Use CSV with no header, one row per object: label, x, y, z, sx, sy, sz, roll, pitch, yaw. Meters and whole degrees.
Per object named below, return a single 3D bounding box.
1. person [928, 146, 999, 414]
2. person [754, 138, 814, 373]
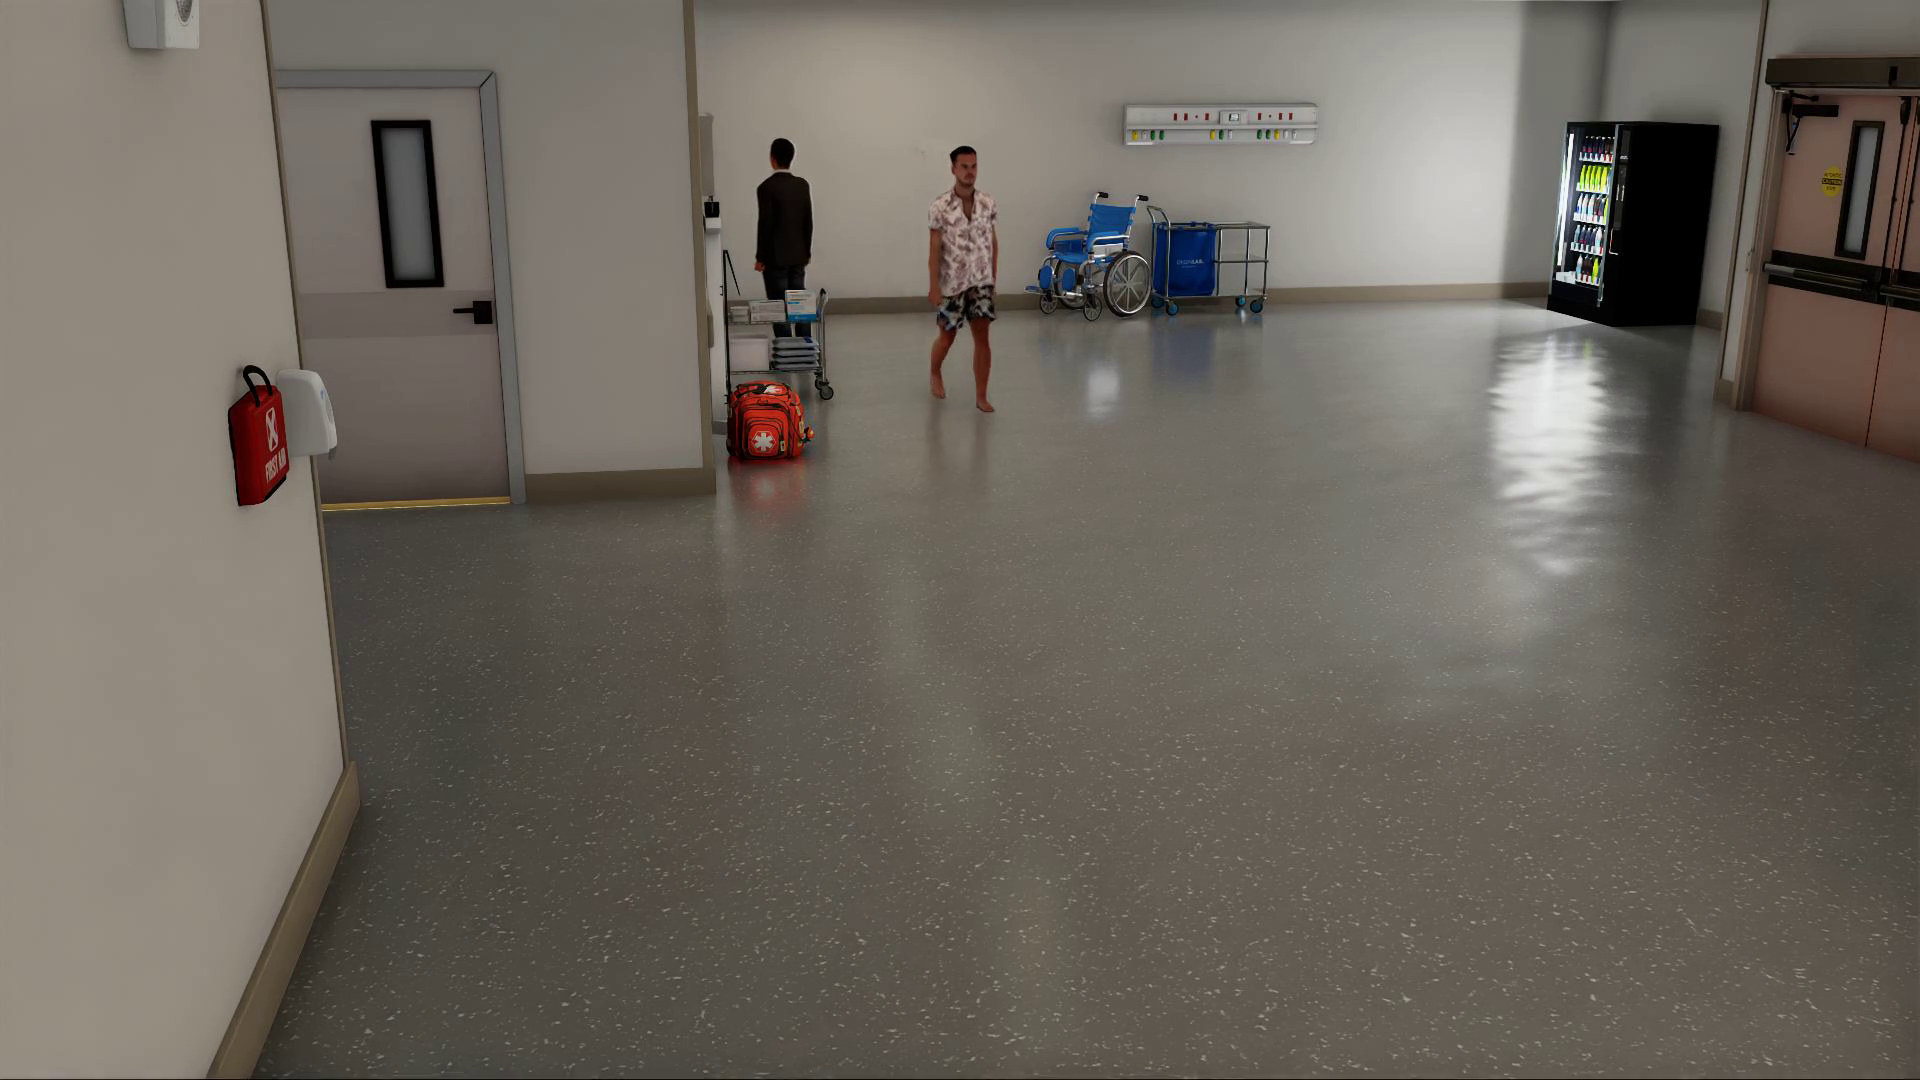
person,-0.009,-1.816,11.610,0.778,1.795,1.131,-5,16,-17
person,-1.382,-2.245,13.112,0.758,1.804,0.755,15,22,43
